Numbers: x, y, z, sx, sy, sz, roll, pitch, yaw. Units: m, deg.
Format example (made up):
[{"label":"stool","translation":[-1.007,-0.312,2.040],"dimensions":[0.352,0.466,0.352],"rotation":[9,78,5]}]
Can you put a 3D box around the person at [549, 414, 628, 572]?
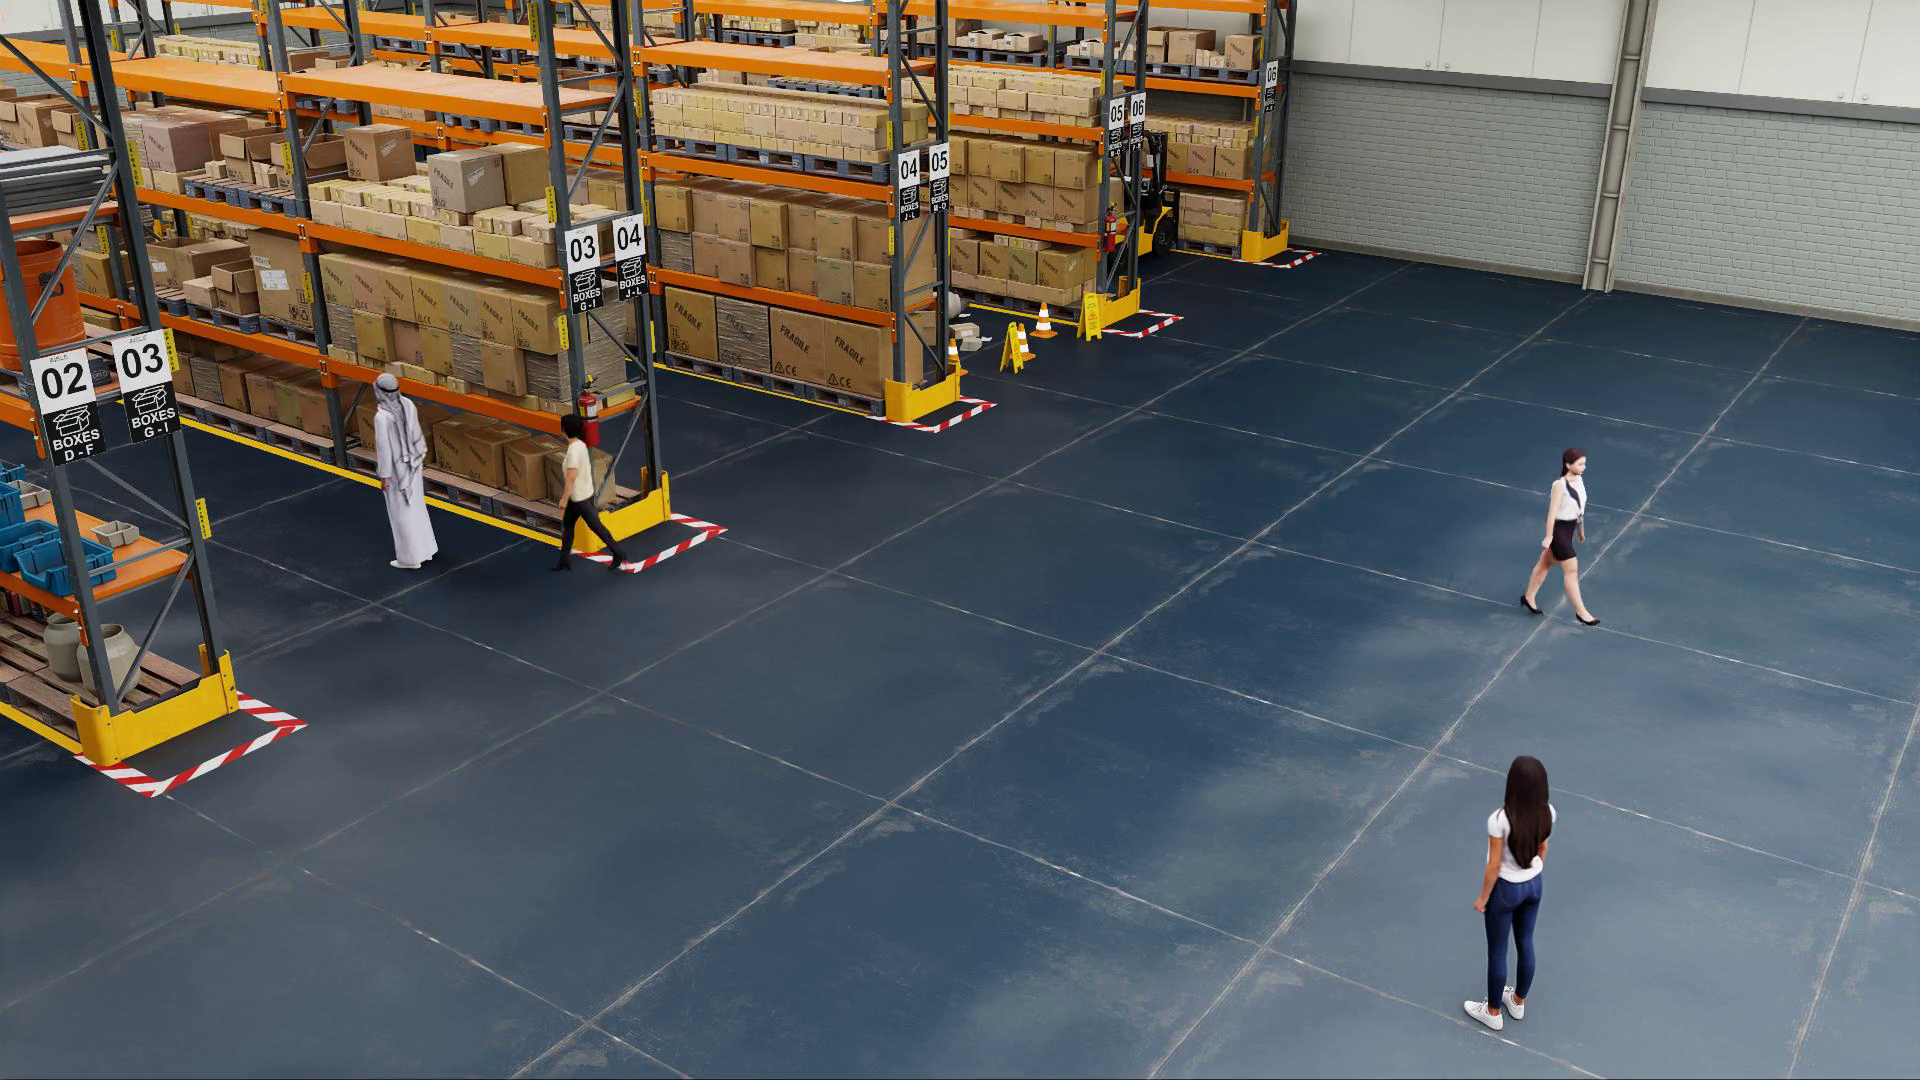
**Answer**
[{"label":"person","translation":[-3.507,-0.402,15.744],"dimensions":[1.018,1.547,0.987],"rotation":[-6,24,-13]}]

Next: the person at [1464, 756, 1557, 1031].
[{"label":"person","translation":[3.232,2.052,9.681],"dimensions":[0.669,1.775,0.688],"rotation":[-9,25,-20]}]

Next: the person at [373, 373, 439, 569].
[{"label":"person","translation":[-5.339,-0.664,15.878],"dimensions":[0.708,1.925,0.757],"rotation":[8,24,19]}]

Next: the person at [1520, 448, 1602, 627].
[{"label":"person","translation":[5.277,-0.055,14.838],"dimensions":[1.024,1.617,0.668],"rotation":[20,30,39]}]
